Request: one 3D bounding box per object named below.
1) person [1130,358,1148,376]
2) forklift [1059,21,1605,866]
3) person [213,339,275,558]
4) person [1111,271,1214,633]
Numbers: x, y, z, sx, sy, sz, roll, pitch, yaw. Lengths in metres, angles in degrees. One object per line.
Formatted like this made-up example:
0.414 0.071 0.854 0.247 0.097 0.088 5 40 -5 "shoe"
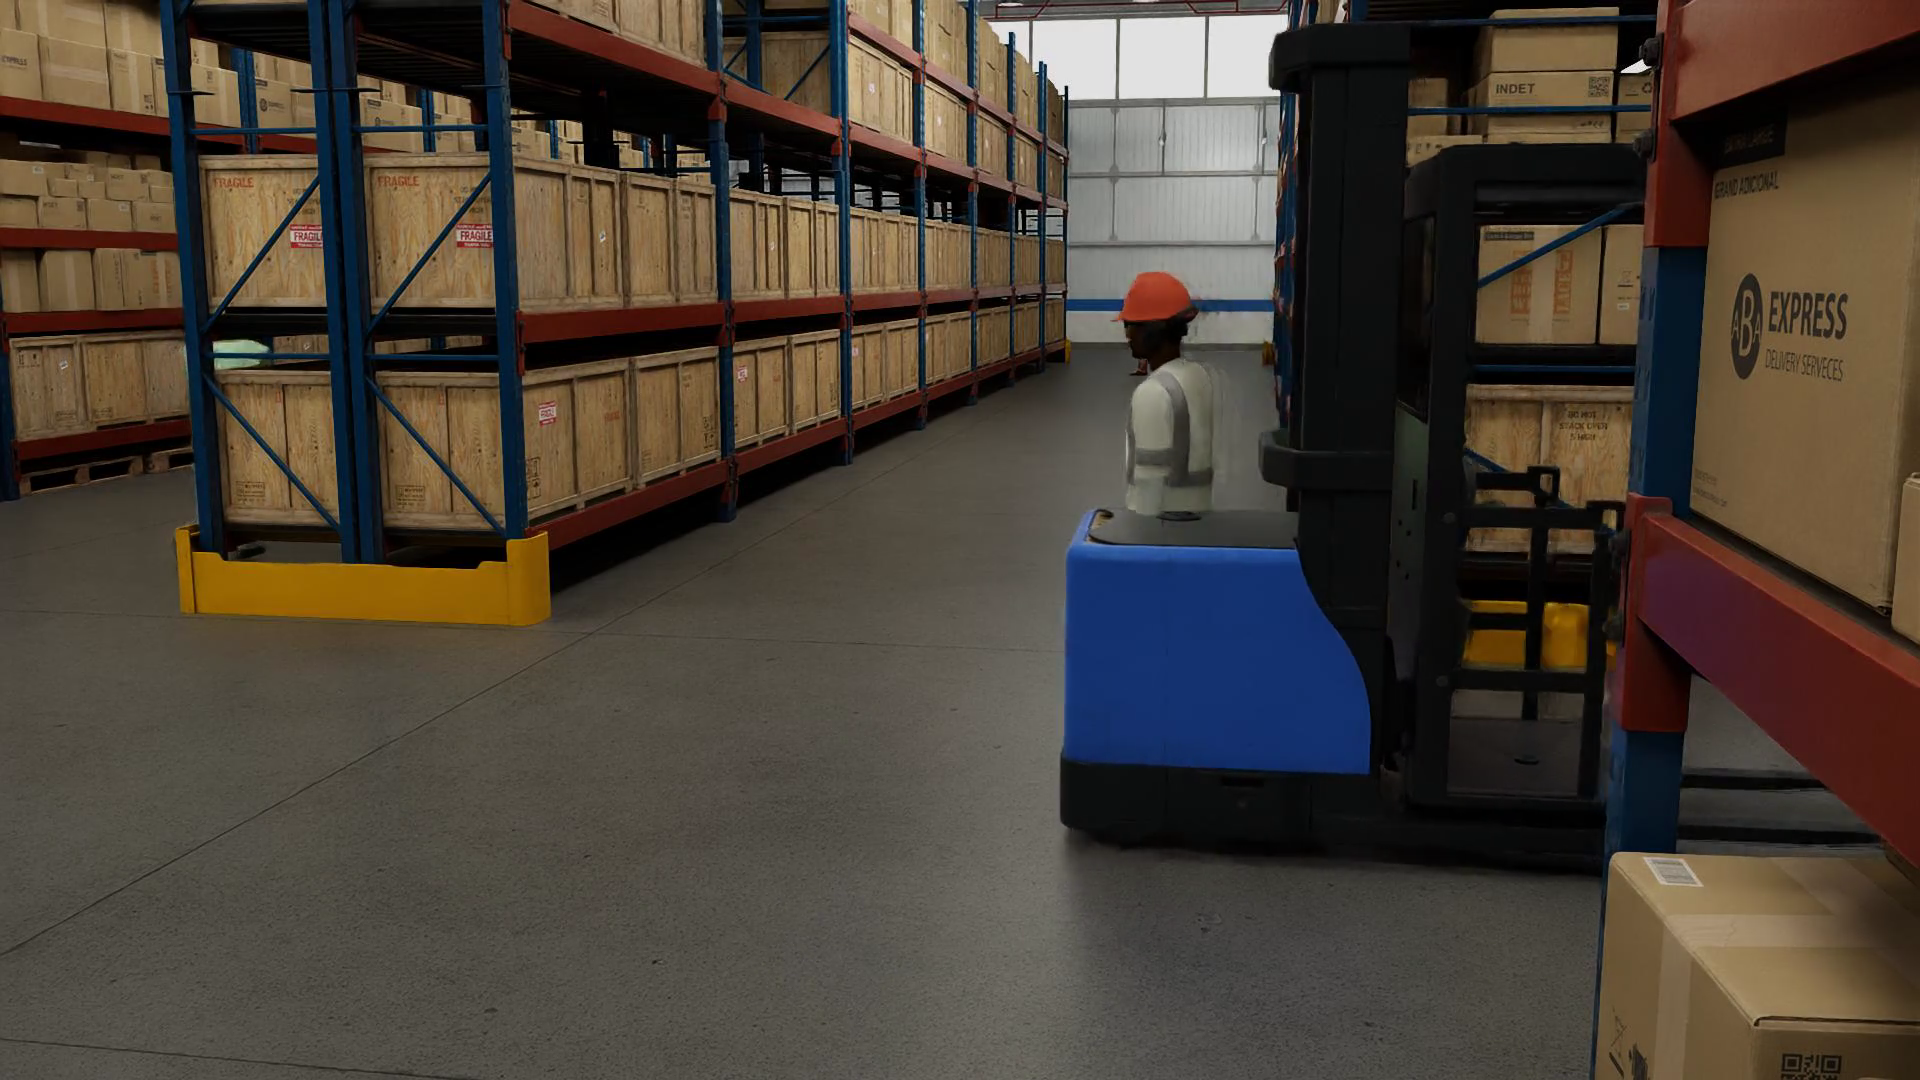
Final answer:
3.519 -4.172 32.586 0.407 1.905 0.655 3 10 15 "person"
1.339 -0.373 6.000 1.873 2.768 1.129 1 9 8 "forklift"
-5.096 -0.779 11.752 0.603 1.831 0.451 1 9 4 "person"
0.853 -0.020 6.461 0.689 2.030 0.630 5 11 29 "person"
